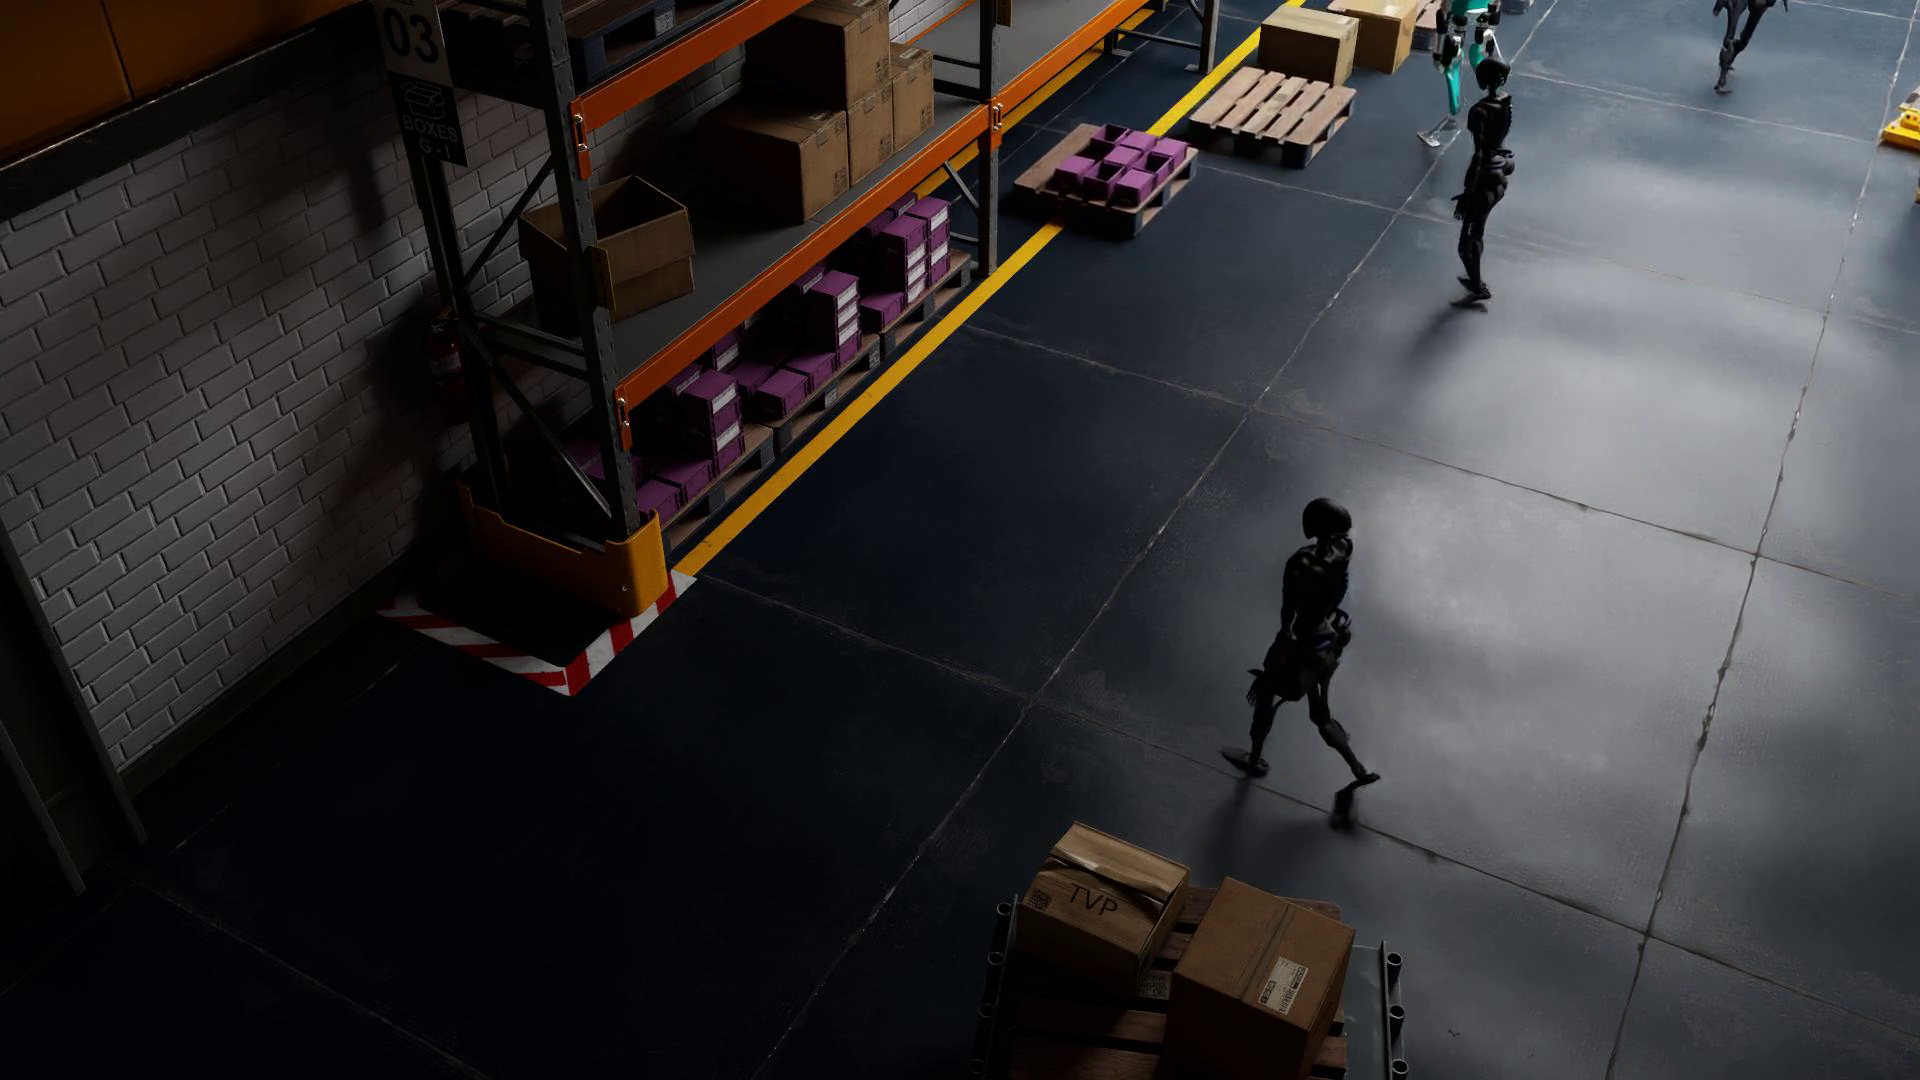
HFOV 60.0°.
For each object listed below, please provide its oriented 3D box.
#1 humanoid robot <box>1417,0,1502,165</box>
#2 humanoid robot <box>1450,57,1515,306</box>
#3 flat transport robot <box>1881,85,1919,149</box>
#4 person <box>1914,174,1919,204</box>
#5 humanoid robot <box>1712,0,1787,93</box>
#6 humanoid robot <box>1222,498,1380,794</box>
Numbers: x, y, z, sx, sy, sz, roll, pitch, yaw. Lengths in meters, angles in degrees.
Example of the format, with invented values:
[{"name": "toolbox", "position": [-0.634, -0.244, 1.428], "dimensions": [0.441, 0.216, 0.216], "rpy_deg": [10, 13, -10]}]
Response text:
[{"name": "humanoid robot", "position": [3.939, -3.641, 12.640], "dimensions": [0.539, 1.778, 1.019], "rpy_deg": [-11, 40, -13]}, {"name": "humanoid robot", "position": [3.525, -2.383, 11.076], "dimensions": [0.469, 1.638, 0.610], "rpy_deg": [21, 43, 25]}, {"name": "flat transport robot", "position": [8.115, -3.498, 13.592], "dimensions": [0.659, 0.231, 1.431], "rpy_deg": [28, 46, 30]}, {"name": "person", "position": [7.338, -3.290, 12.042], "dimensions": [0.578, 1.885, 0.401], "rpy_deg": [32, 48, 33]}, {"name": "humanoid robot", "position": [6.625, -4.578, 13.850], "dimensions": [0.600, 1.638, 0.709], "rpy_deg": [1, 39, 1]}, {"name": "humanoid robot", "position": [1.600, 0.522, 7.463], "dimensions": [0.717, 1.634, 0.601], "rpy_deg": [28, 46, 30]}]
